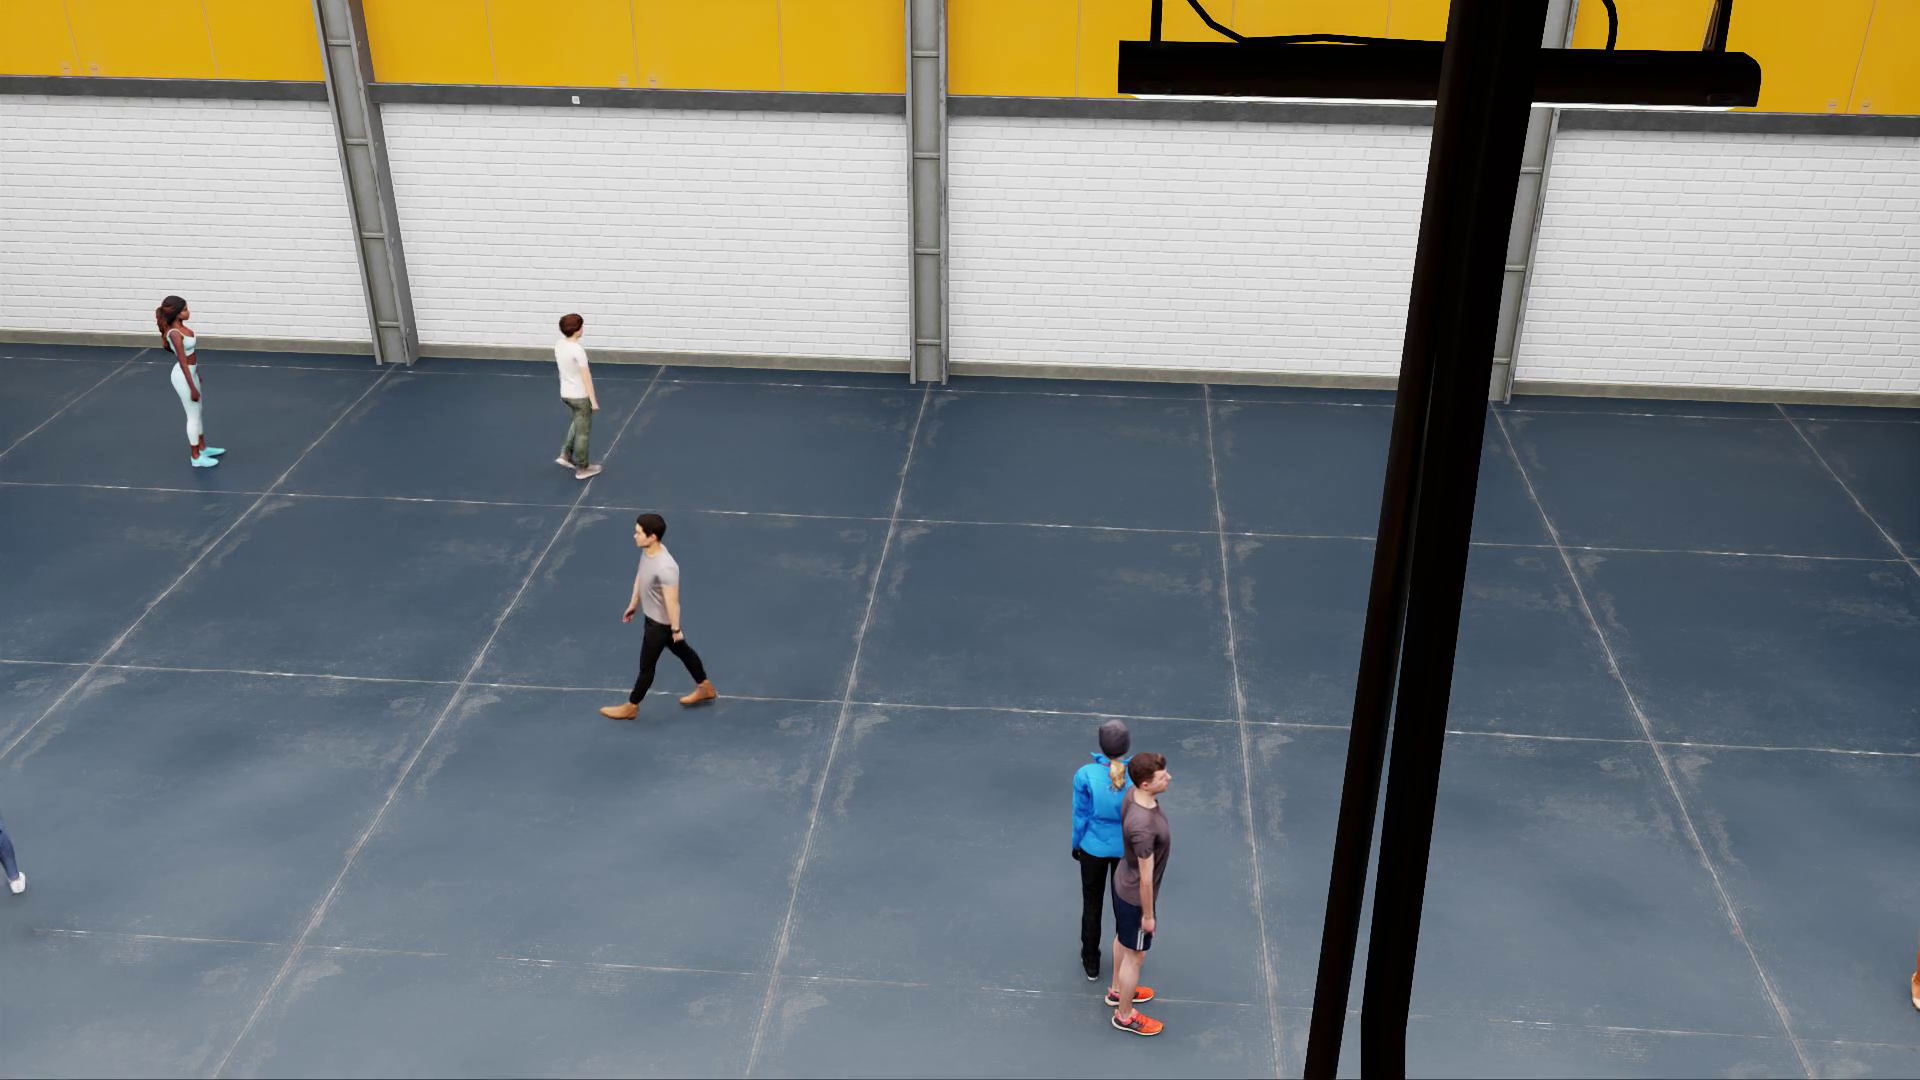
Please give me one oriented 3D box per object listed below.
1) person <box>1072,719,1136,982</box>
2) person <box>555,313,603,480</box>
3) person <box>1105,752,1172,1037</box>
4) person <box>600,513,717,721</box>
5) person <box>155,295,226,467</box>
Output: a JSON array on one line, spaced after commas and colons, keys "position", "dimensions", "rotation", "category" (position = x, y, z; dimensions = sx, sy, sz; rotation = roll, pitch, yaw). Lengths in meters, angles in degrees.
[{"position": [0.877, 1.825, 9.751], "dimensions": [0.454, 1.800, 0.675], "rotation": [3, 29, 6], "category": "person"}, {"position": [-3.683, -1.328, 15.693], "dimensions": [0.805, 1.646, 0.750], "rotation": [-25, 37, -37], "category": "person"}, {"position": [0.997, 1.977, 9.419], "dimensions": [0.566, 1.853, 0.661], "rotation": [0, 29, 0], "category": "person"}, {"position": [-2.110, 0.552, 12.217], "dimensions": [1.189, 1.673, 0.903], "rotation": [-9, 30, -17], "category": "person"}, {"position": [-7.431, -1.535, 15.991], "dimensions": [0.655, 1.723, 0.645], "rotation": [-9, 30, -17], "category": "person"}]
